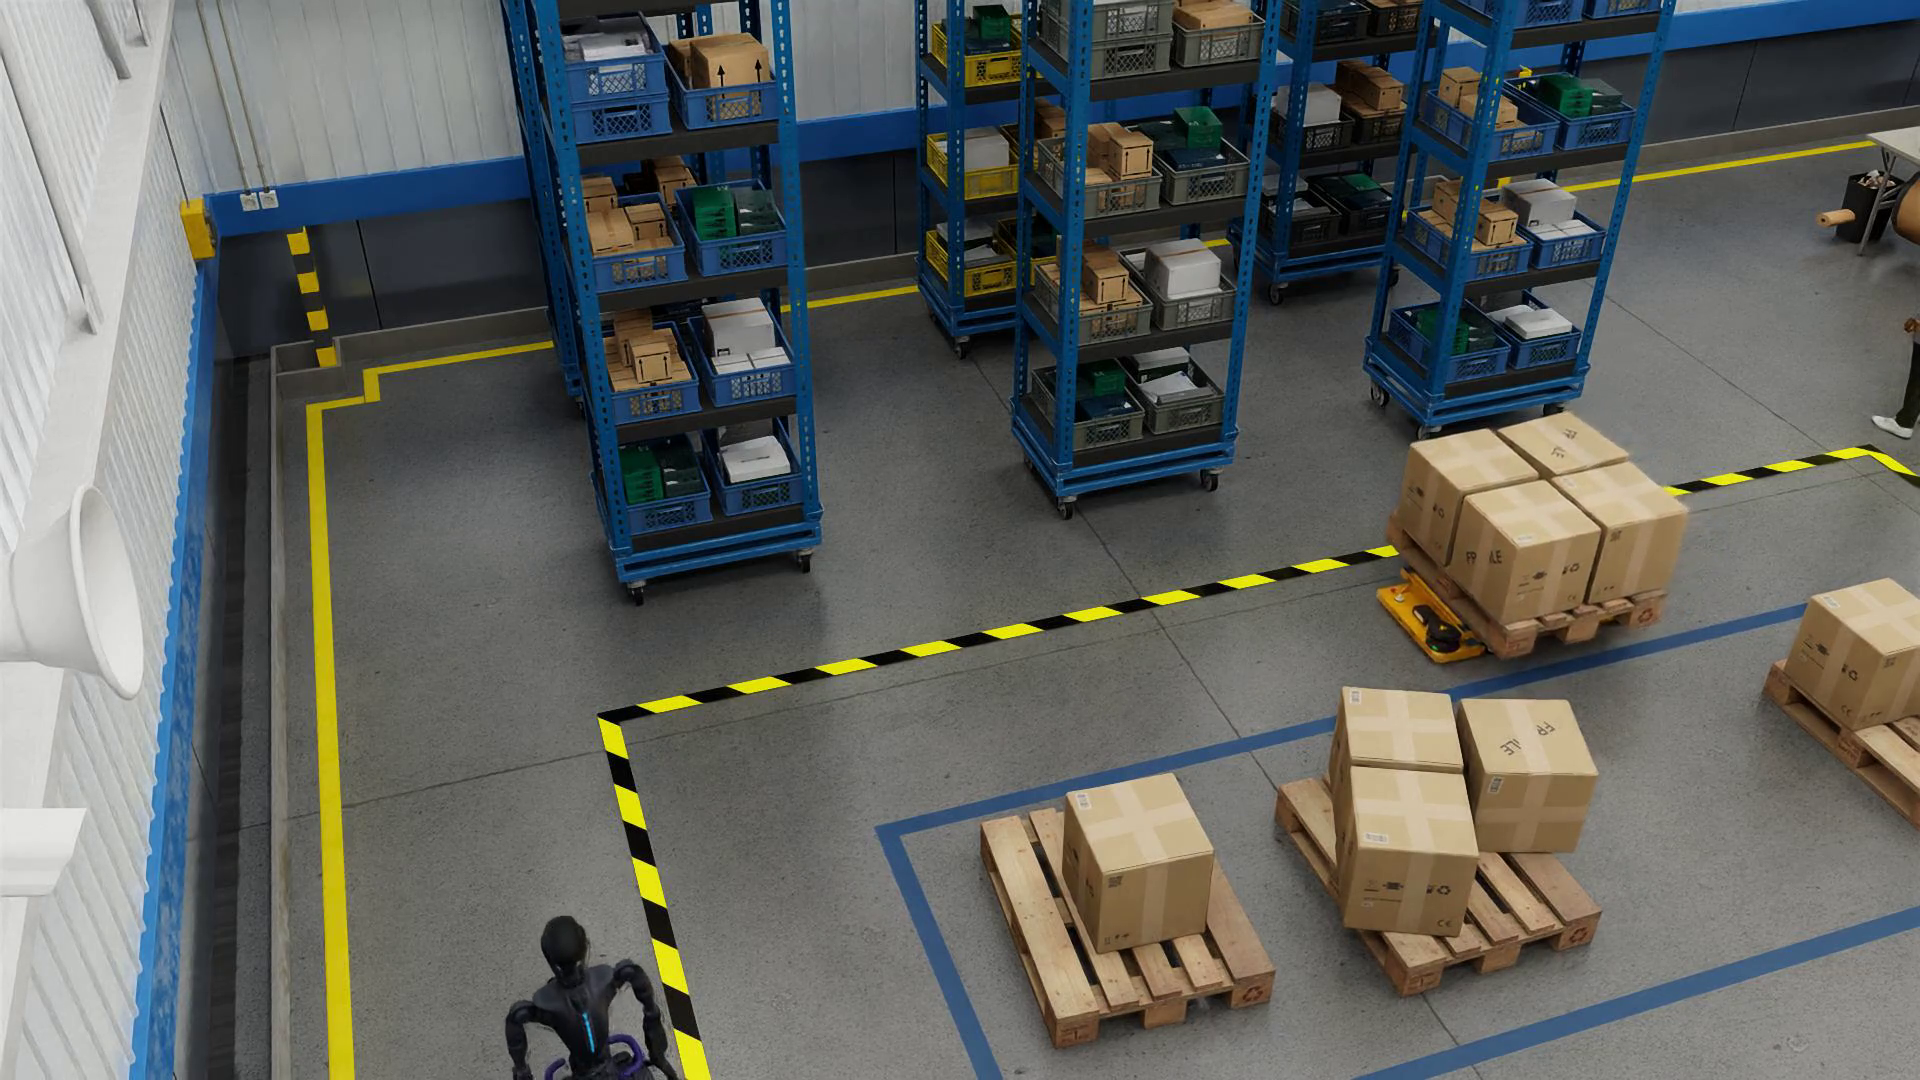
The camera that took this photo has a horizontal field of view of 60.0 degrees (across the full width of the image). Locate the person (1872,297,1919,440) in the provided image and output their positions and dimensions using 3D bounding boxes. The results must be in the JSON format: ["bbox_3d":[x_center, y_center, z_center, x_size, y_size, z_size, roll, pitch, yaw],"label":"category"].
[{"bbox_3d":[6.443,-1.528,10.847,0.593,1.851,0.398,-9,36,-13],"label":"person"}]

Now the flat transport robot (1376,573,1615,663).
[{"bbox_3d":[3.204,0.308,9.595,1.431,0.197,0.652,-11,37,-15],"label":"flat transport robot"}]

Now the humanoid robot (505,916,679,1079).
[{"bbox_3d":[-1.313,1.997,6.044,0.608,1.627,0.780,-18,39,-24],"label":"humanoid robot"}]
